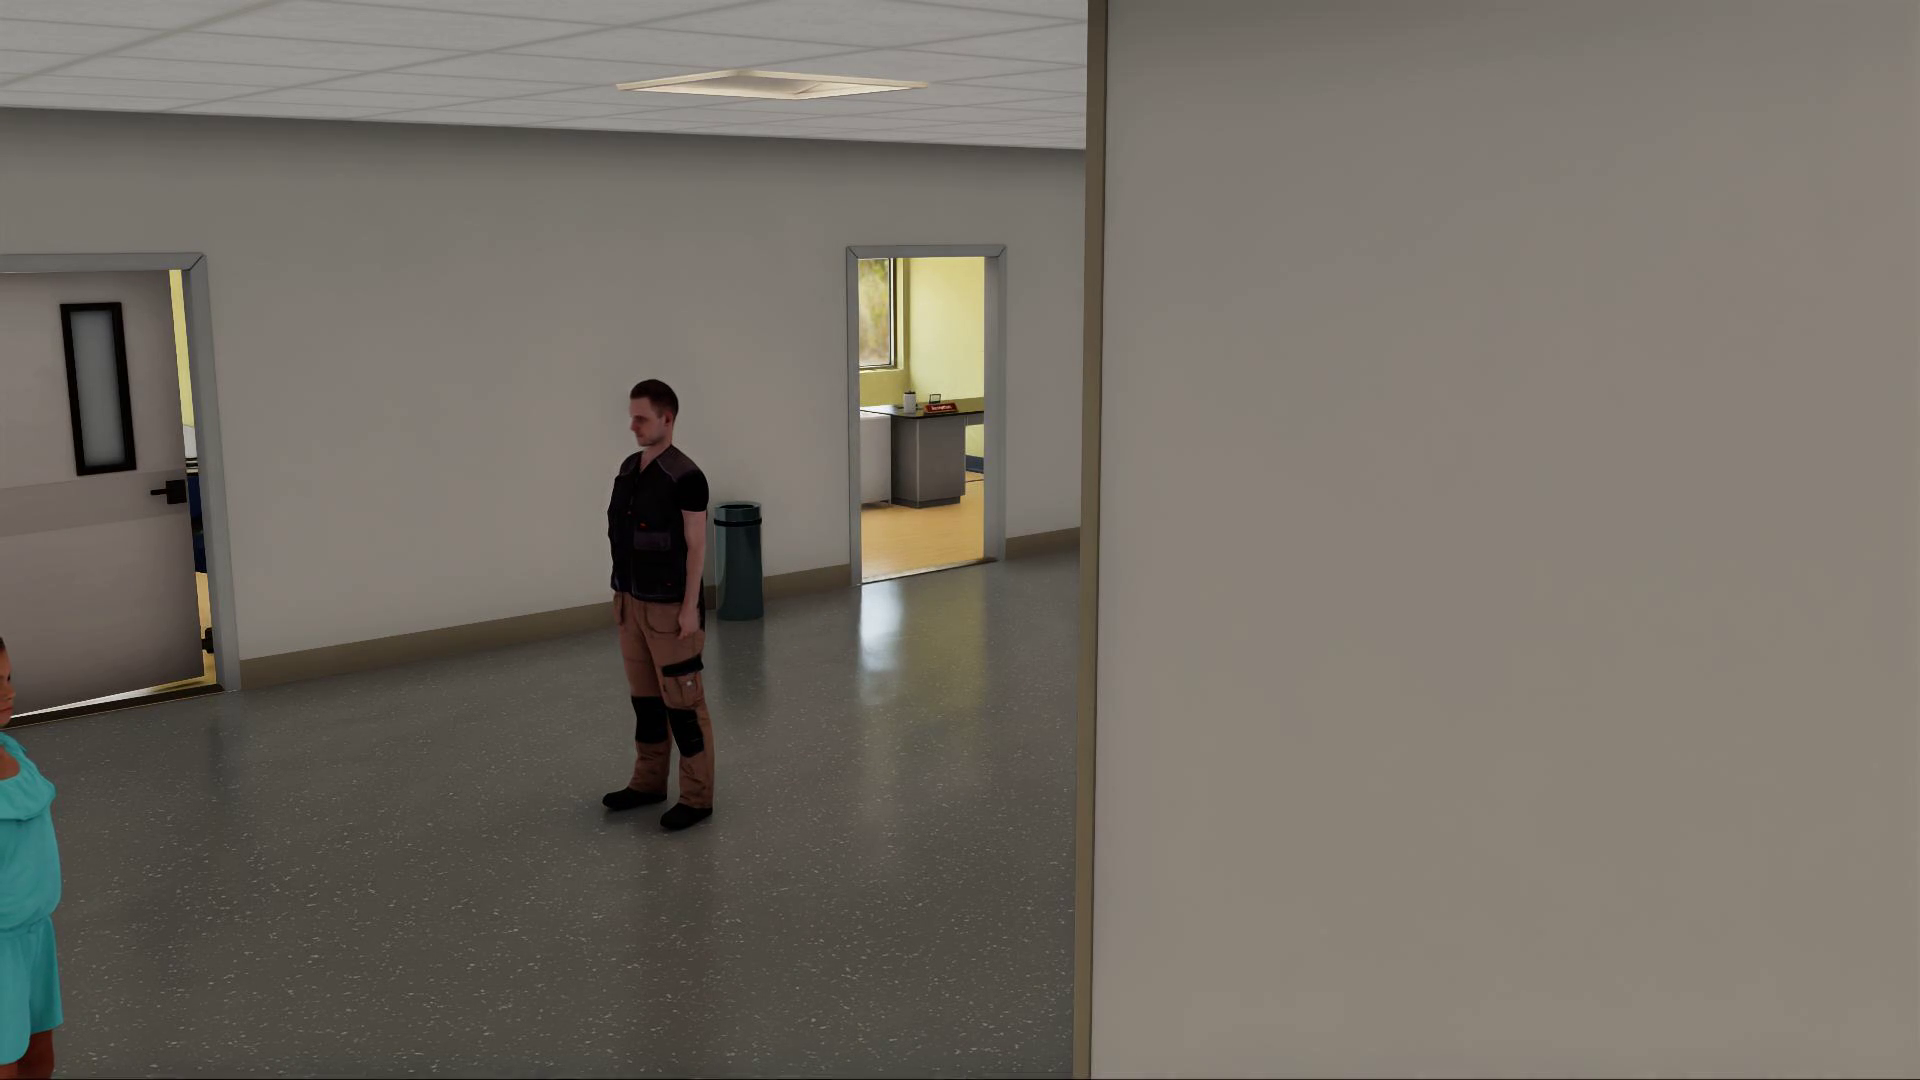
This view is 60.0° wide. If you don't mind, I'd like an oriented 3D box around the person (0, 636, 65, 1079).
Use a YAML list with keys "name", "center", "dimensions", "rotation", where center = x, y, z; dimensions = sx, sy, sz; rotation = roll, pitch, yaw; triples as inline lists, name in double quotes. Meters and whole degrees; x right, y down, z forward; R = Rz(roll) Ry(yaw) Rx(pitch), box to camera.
- name: "person"
  center: [-2.274, 0.954, 3.908]
  dimensions: [0.681, 1.558, 0.639]
  rotation: [-1, 11, -4]

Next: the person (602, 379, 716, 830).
- name: "person"
  center: [-1.224, 0.245, 6.877]
  dimensions: [0.711, 1.844, 0.631]
  rotation: [9, 14, 41]
